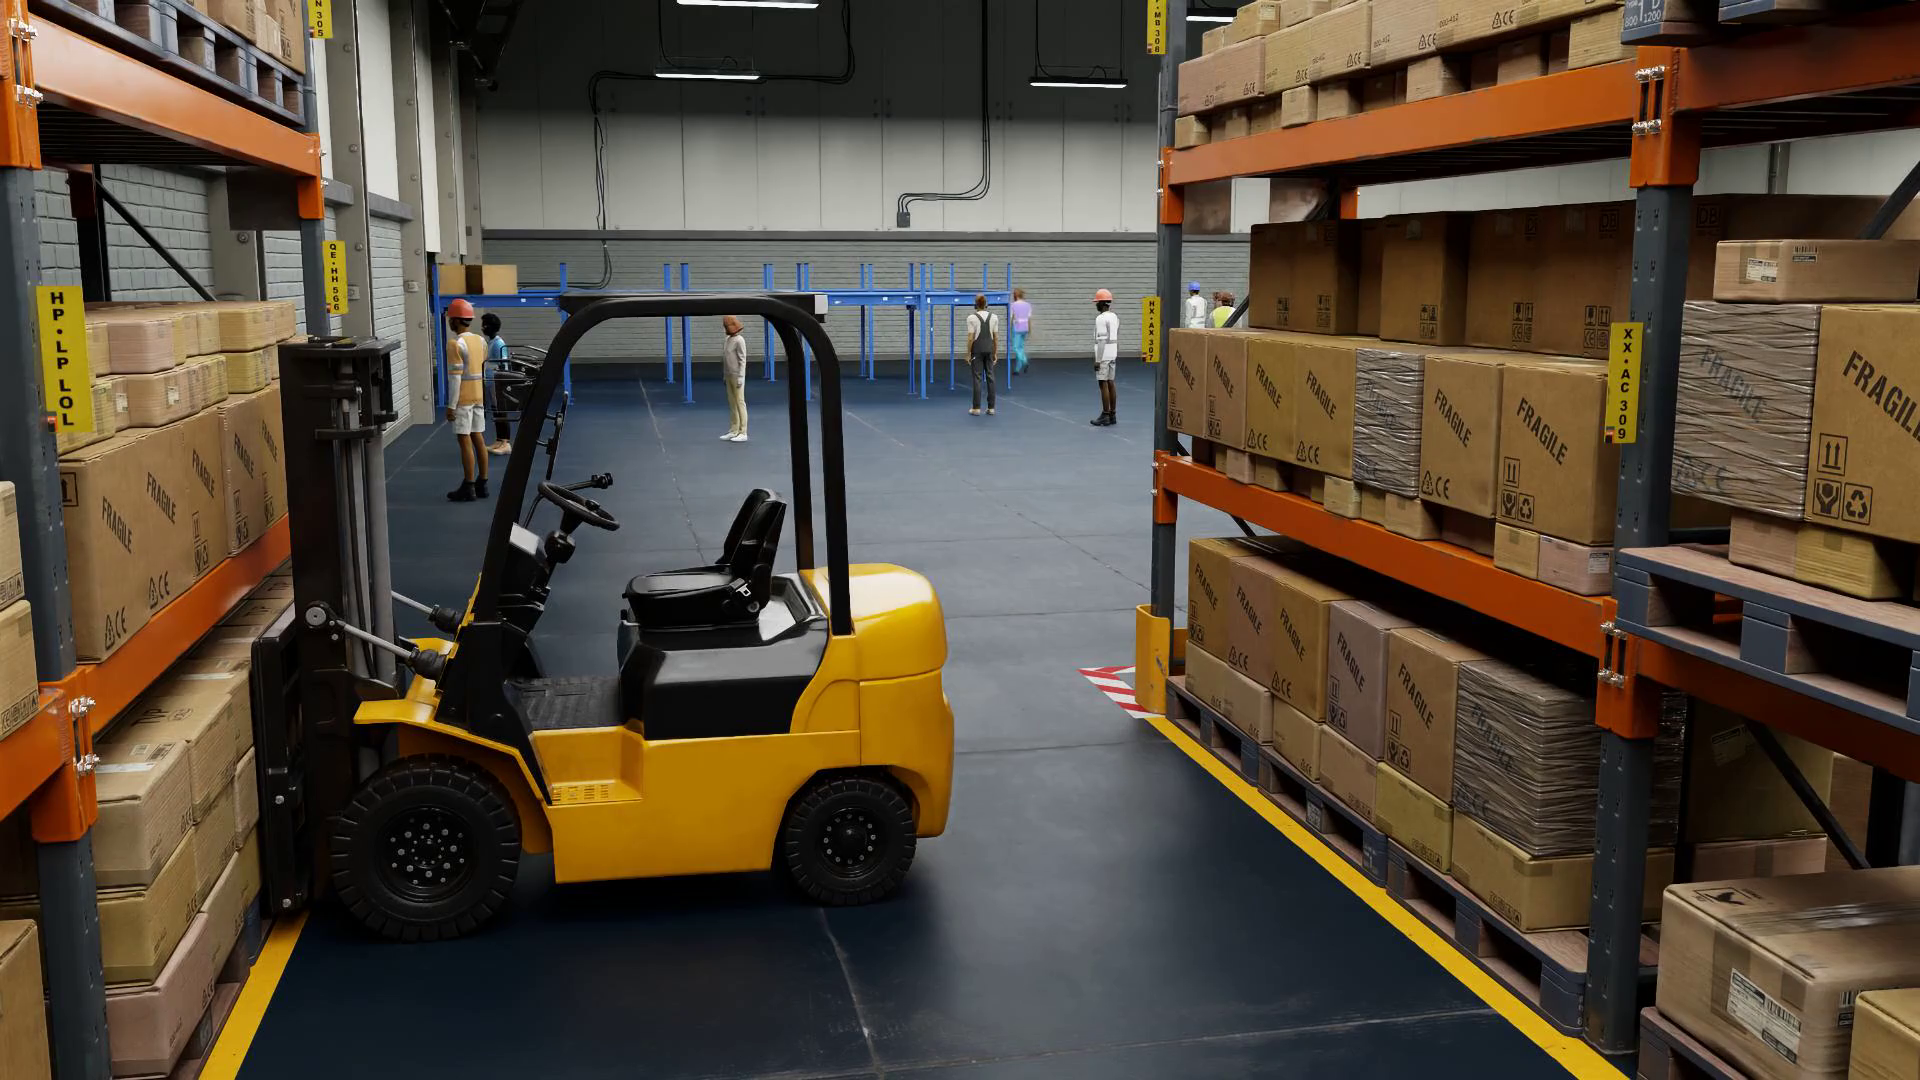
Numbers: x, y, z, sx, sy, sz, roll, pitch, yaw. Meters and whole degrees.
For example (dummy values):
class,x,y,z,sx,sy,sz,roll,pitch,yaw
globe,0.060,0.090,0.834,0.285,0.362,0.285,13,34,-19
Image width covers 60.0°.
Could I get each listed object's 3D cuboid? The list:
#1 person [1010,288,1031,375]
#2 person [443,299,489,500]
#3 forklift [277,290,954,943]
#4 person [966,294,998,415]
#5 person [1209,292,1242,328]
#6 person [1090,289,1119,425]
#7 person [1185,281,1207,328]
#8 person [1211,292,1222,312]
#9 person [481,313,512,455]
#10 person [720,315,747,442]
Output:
class,x,y,z,sx,sy,sz,roll,pitch,yaw
person,1.261,-4.351,34.750,0.566,1.825,0.667,-6,11,-32
person,-4.817,-1.367,16.179,0.353,1.942,0.546,3,10,17
forklift,-1.179,0.175,6.143,2.313,2.155,1.214,-2,10,-12
person,0.334,-2.838,25.462,0.504,1.840,0.345,-3,10,-20
person,4.467,-3.220,27.827,0.430,1.835,0.619,-9,13,-44
person,2.052,-2.620,23.833,0.373,1.934,0.551,5,11,29
person,4.946,-4.476,35.147,0.617,1.945,0.408,-9,13,-43
person,6.369,-5.321,41.204,0.310,1.638,0.522,2,10,13
person,-5.611,-1.885,20.073,0.317,1.697,0.540,-5,11,-29
person,-2.939,-2.102,21.596,0.278,1.633,0.499,-6,11,-32
